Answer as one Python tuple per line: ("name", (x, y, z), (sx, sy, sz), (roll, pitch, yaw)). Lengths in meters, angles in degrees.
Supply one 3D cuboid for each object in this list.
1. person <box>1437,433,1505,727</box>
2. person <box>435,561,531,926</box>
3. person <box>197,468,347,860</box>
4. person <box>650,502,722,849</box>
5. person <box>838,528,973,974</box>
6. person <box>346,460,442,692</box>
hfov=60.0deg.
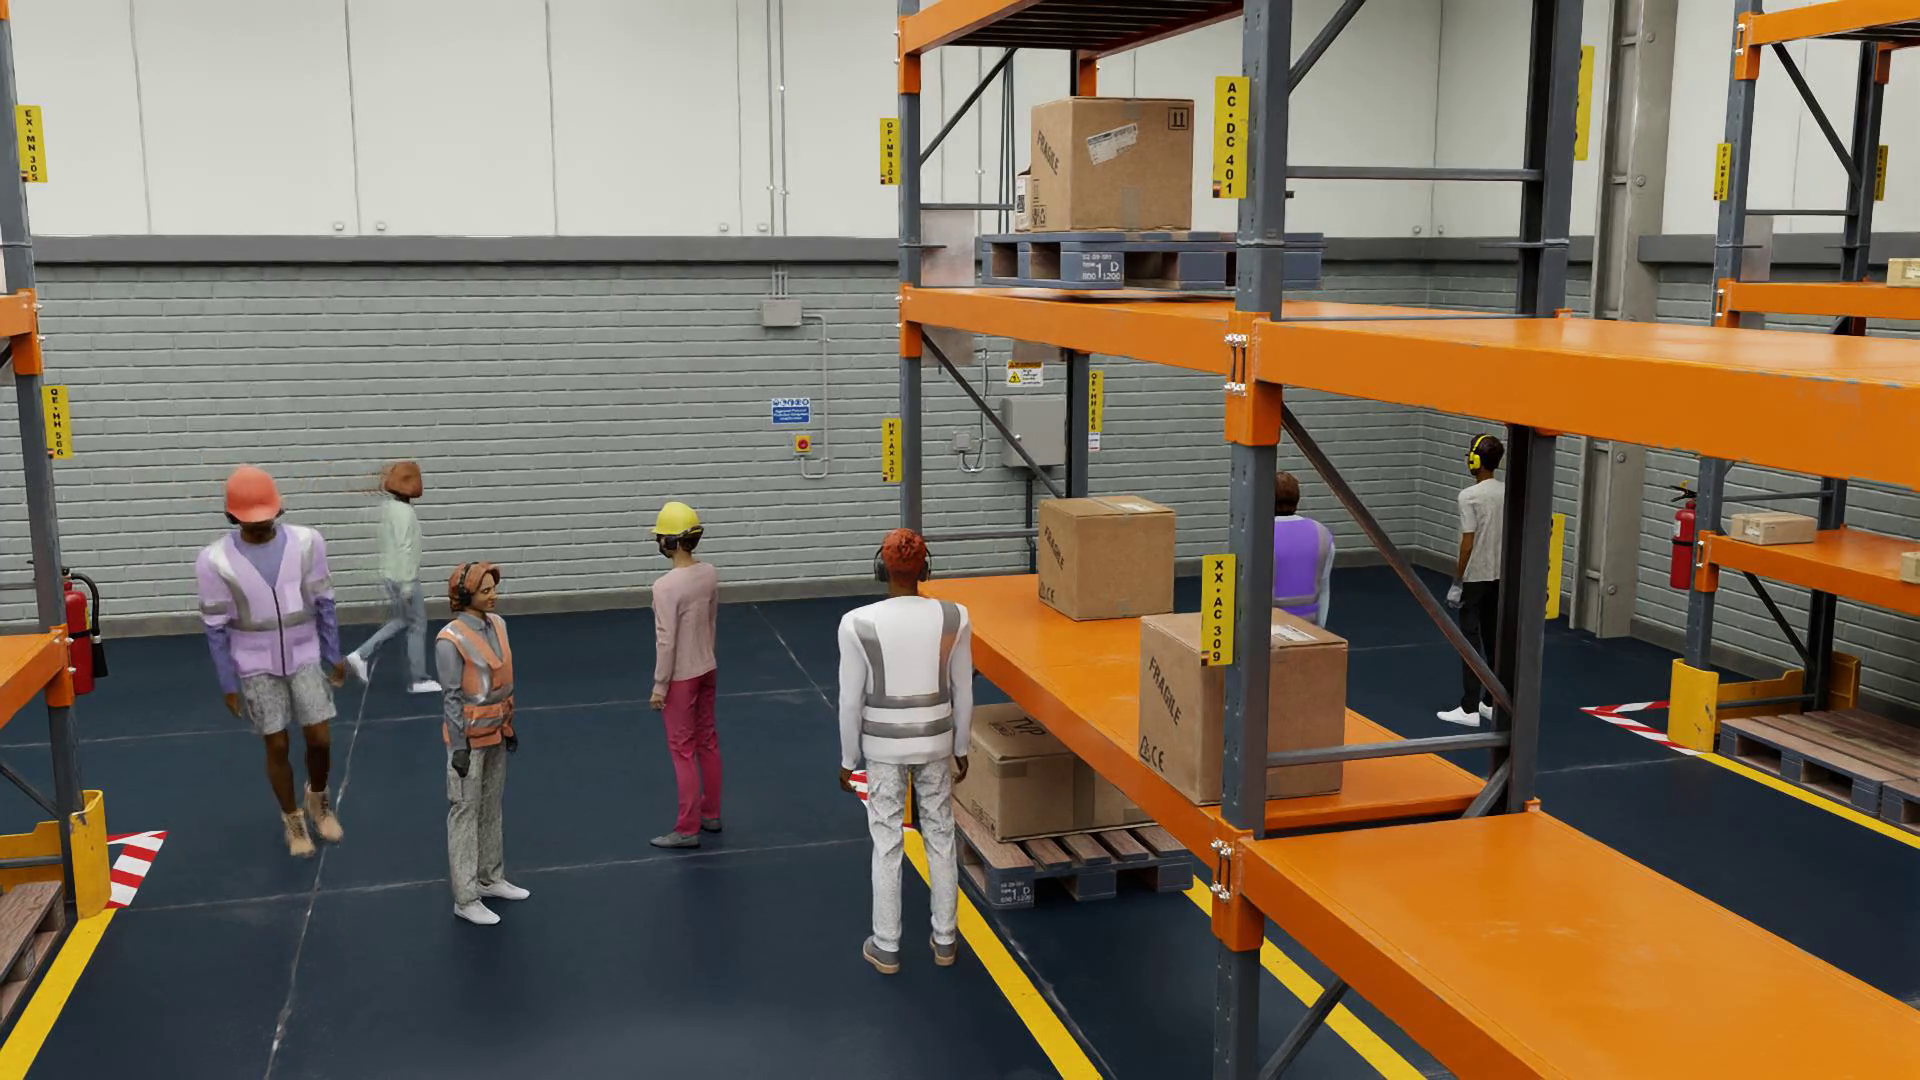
("person", (3.306, 0.254, 10.613), (0.533, 1.870, 0.315), (-7, 12, -33))
("person", (-2.184, 0.905, 7.557), (0.307, 1.641, 0.511), (2, 10, 11))
("person", (-3.340, 0.622, 8.159), (0.664, 1.999, 0.517), (-6, 12, -32))
("person", (-1.411, 0.684, 8.457), (0.310, 1.768, 0.533), (4, 11, 21))
("person", (-0.225, 0.884, 6.984), (0.573, 1.883, 0.359), (-2, 10, -13))
("person", (-3.837, 0.261, 11.289), (0.583, 1.615, 0.507), (-5, 11, -24))
